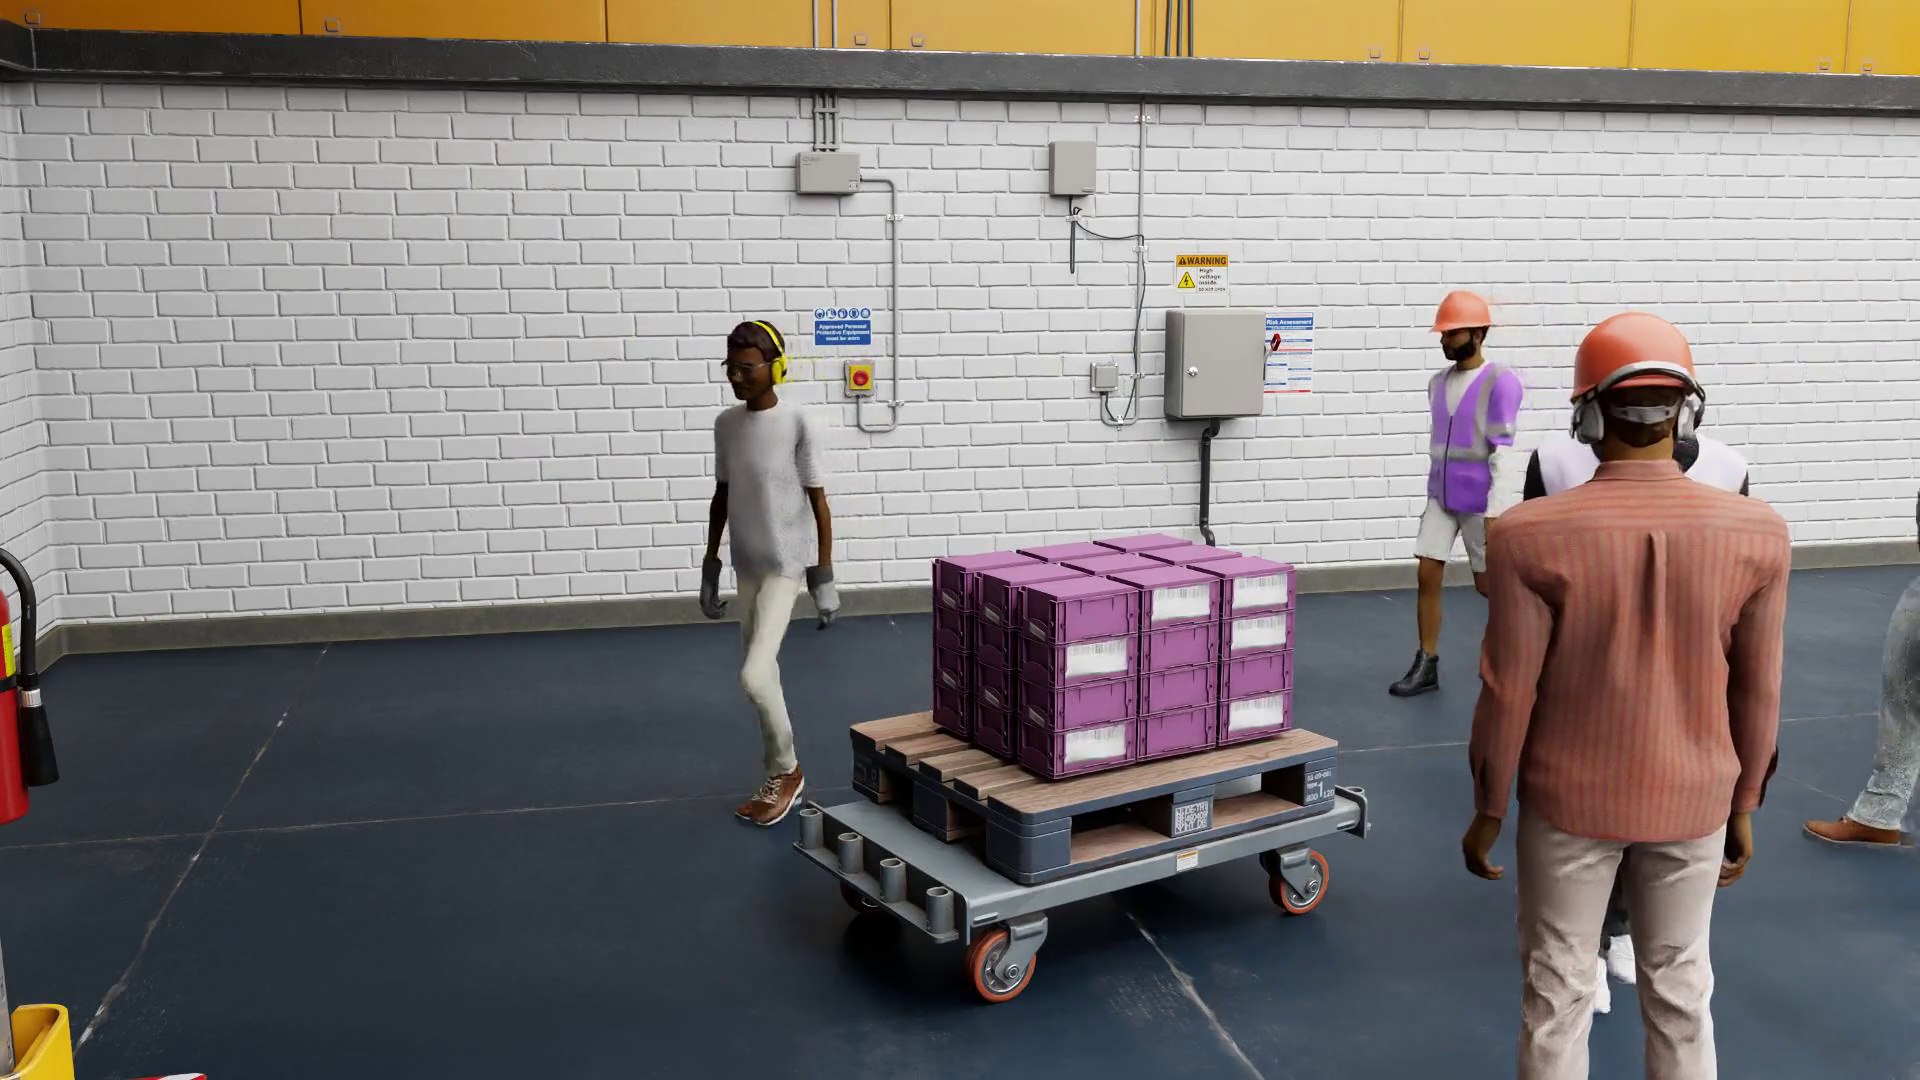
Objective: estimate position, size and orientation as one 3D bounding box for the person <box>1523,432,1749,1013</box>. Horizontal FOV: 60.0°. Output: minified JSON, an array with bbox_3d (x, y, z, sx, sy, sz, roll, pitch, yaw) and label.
[{"bbox_3d":[1.862,0.365,4.597,0.636,1.897,0.689,1,10,8],"label":"person"}]

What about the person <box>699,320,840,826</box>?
[{"bbox_3d":[-0.725,0.133,6.025,0.576,1.845,0.488,8,13,37],"label":"person"}]

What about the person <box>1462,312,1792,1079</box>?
[{"bbox_3d":[1.347,0.533,3.432,0.611,1.985,0.393,0,10,2],"label":"person"}]

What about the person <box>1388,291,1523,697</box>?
[{"bbox_3d":[2.437,-0.220,7.837,0.842,1.905,0.544,-7,12,-33],"label":"person"}]

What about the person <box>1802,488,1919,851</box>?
[{"bbox_3d":[3.441,0.193,5.570,0.870,1.905,0.638,4,11,22],"label":"person"}]
